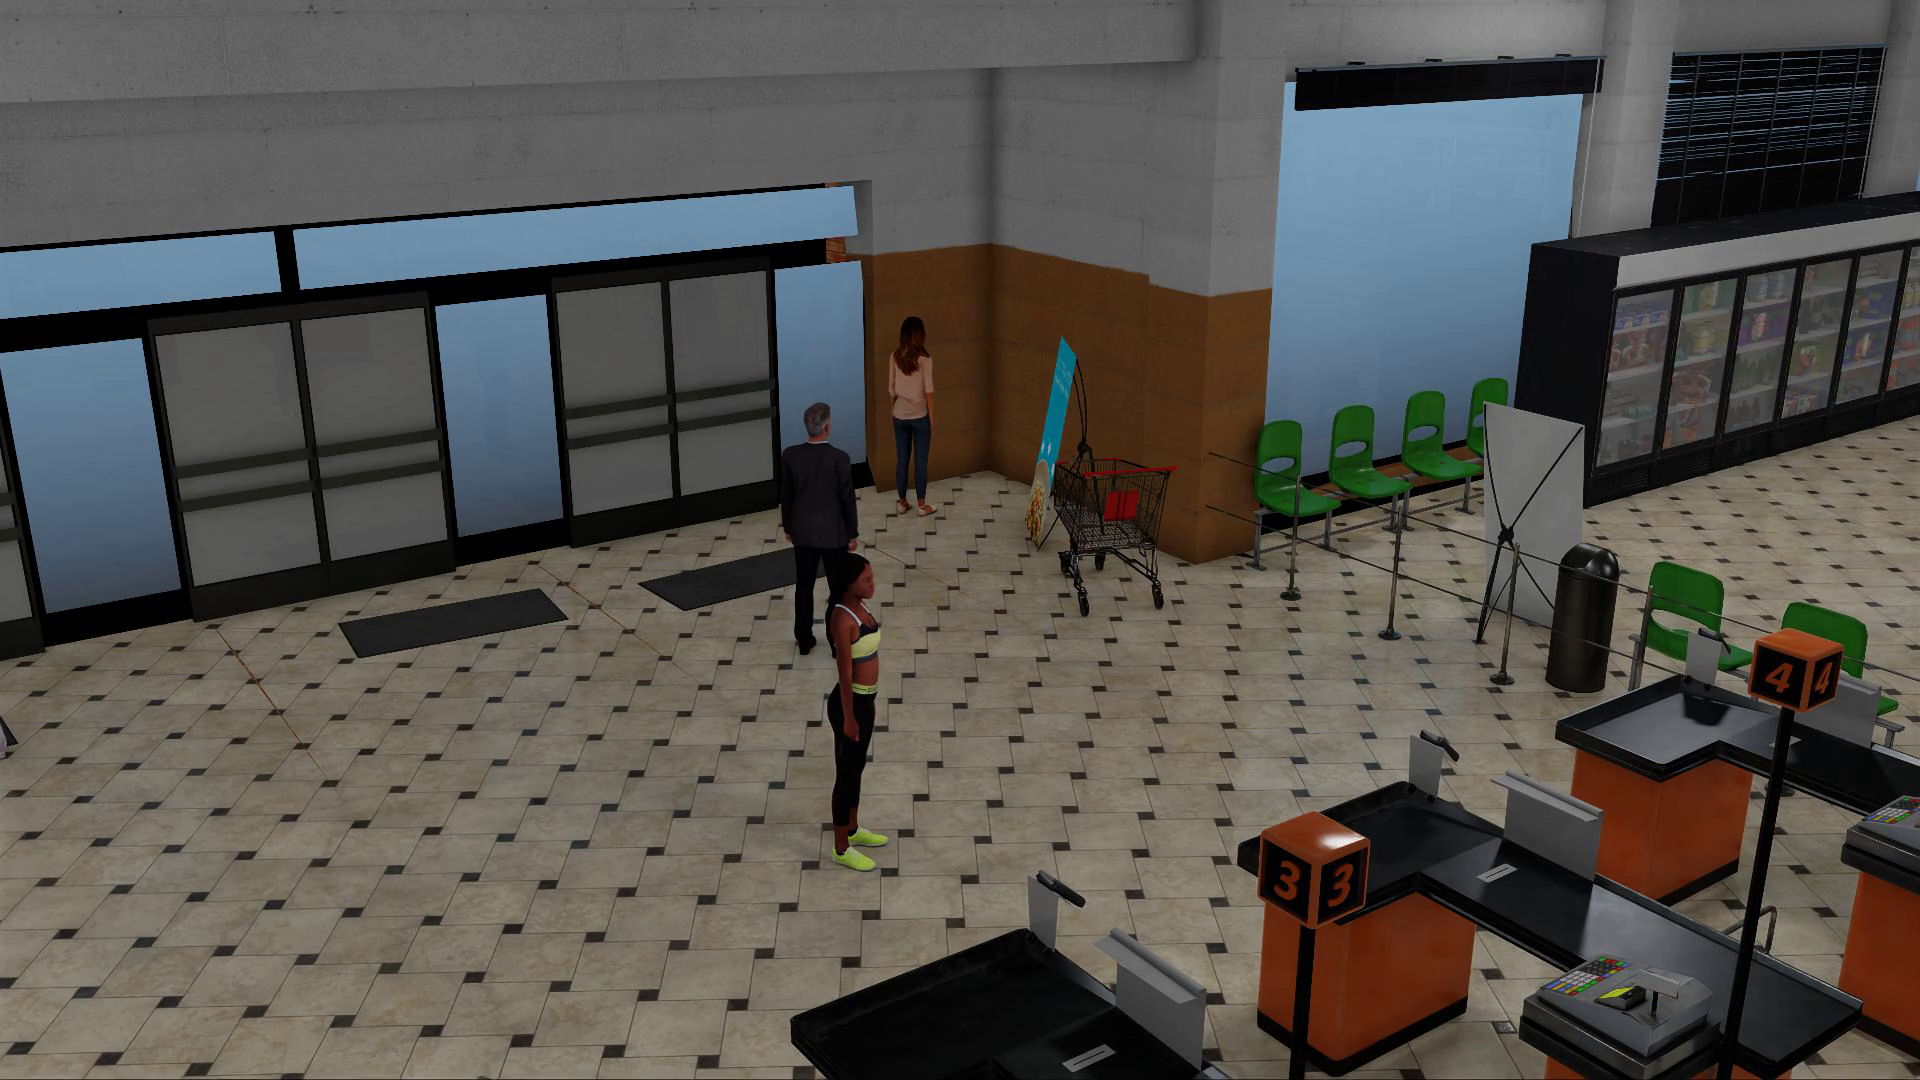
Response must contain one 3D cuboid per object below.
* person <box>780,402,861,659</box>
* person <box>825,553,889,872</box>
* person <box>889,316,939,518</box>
[{"bbox_3d":[-0.978,-0.074,11.679,0.777,1.841,0.867,5,19,15],"label":"person"},{"bbox_3d":[-0.584,0.900,8.926,0.696,1.755,0.642,4,19,11],"label":"person"},{"bbox_3d":[-0.430,-1.103,14.808,0.613,1.792,0.727,9,21,26],"label":"person"}]
